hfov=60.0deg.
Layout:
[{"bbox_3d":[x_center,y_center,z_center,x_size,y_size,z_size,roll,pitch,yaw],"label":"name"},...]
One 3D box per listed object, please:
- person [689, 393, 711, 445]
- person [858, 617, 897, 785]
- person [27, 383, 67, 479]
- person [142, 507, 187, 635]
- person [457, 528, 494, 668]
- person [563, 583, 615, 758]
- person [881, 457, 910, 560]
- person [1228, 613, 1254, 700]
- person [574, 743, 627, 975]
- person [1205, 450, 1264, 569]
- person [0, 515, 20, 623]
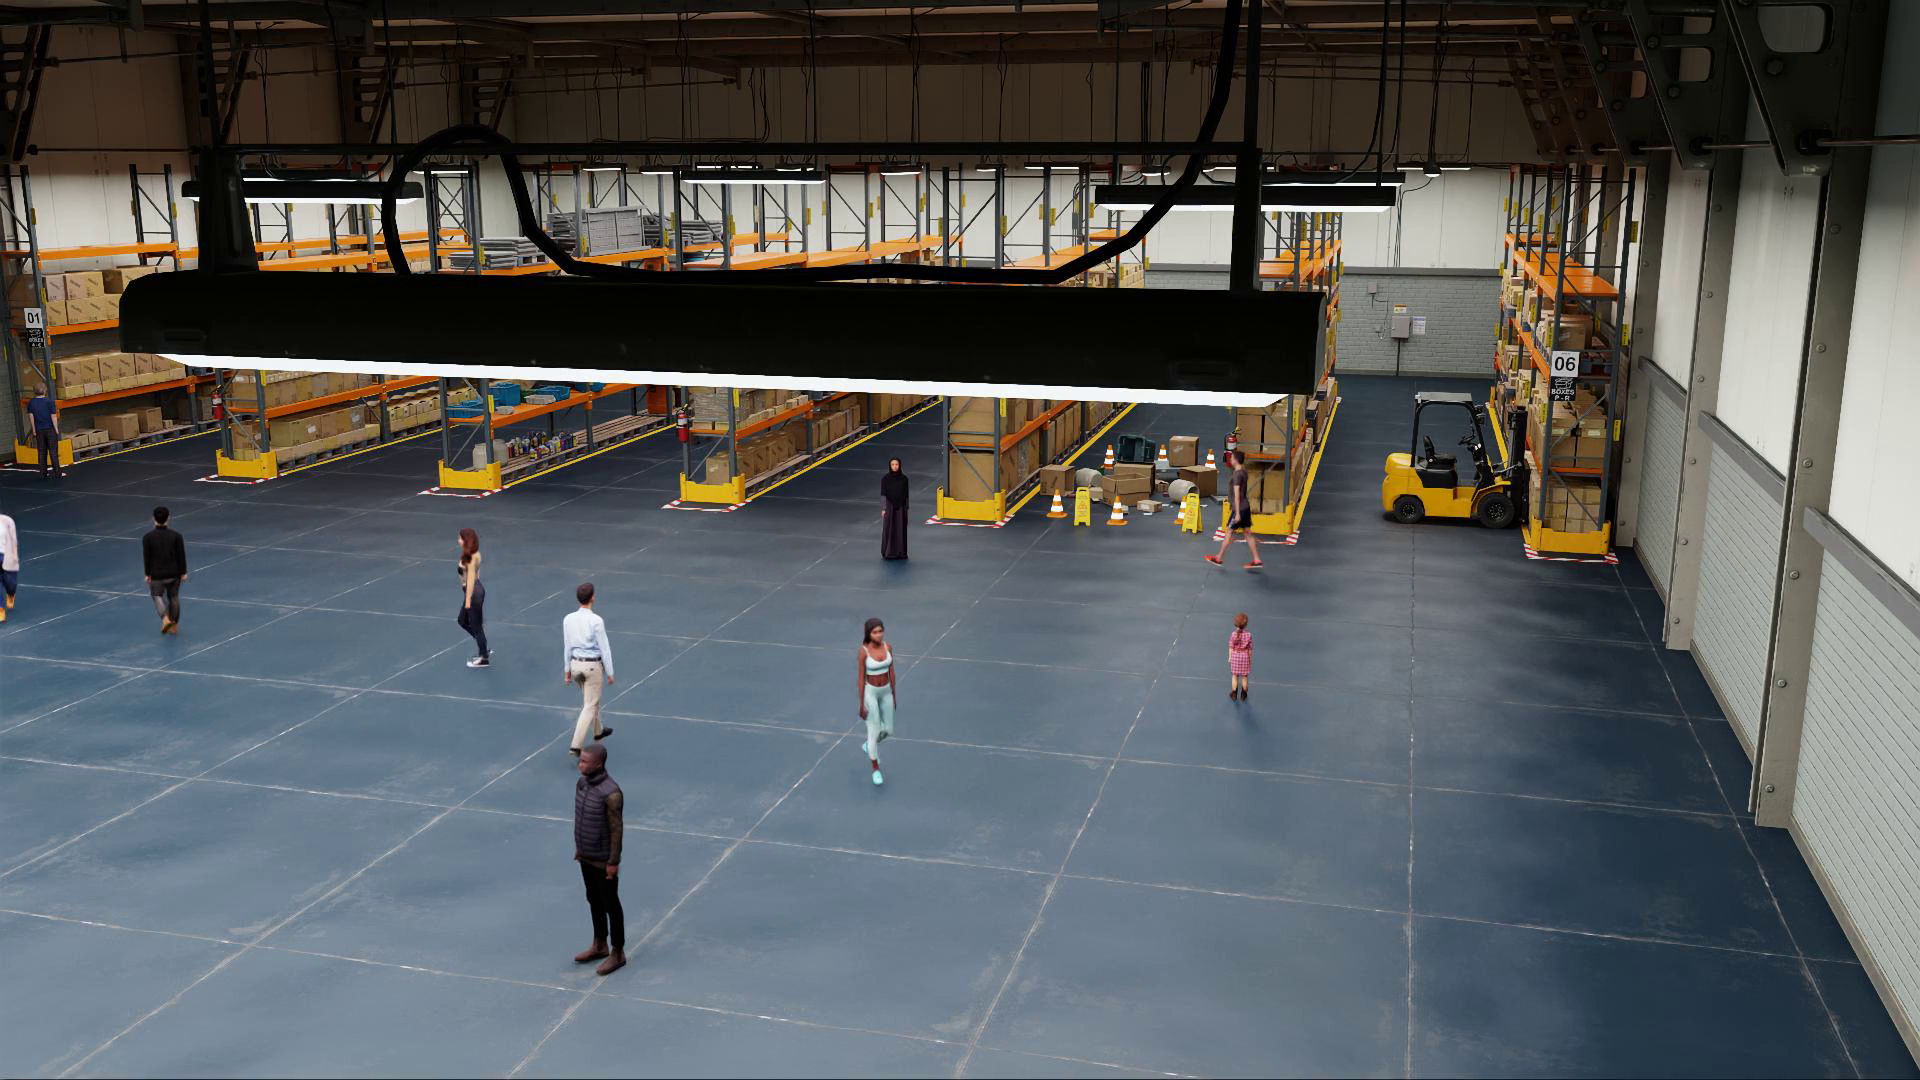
[{"bbox_3d":[-5.686,-2.981,36.486,0.720,1.727,1.064,2,13,8],"label":"person"},{"bbox_3d":[-0.870,1.593,16.770,0.803,1.711,0.865,-7,15,-28],"label":"person"},{"bbox_3d":[-17.921,-2.154,32.592,0.729,1.872,0.682,-1,13,-6],"label":"person"},{"bbox_3d":[-10.417,0.430,21.794,0.842,1.710,0.902,-8,15,-30],"label":"person"},{"bbox_3d":[-5.890,0.709,20.475,0.807,1.761,0.722,-3,13,-14],"label":"person"},{"bbox_3d":[-3.930,1.393,17.390,0.714,1.821,1.227,5,14,19],"label":"person"},{"bbox_3d":[-1.007,-0.509,26.061,0.692,1.615,0.709,-2,13,-8],"label":"person"},{"bbox_3d":[3.259,1.351,19.349,0.461,1.019,0.481,1,13,4],"label":"person"},{"bbox_3d":[-2.783,2.431,12.868,0.779,1.838,0.761,12,18,43],"label":"person"},{"bbox_3d":[4.328,-0.417,25.232,0.925,1.810,1.158,7,15,28],"label":"person"},{"bbox_3d":[-13.102,0.226,22.640,1.017,1.726,1.075,-7,15,-29],"label":"person"}]
